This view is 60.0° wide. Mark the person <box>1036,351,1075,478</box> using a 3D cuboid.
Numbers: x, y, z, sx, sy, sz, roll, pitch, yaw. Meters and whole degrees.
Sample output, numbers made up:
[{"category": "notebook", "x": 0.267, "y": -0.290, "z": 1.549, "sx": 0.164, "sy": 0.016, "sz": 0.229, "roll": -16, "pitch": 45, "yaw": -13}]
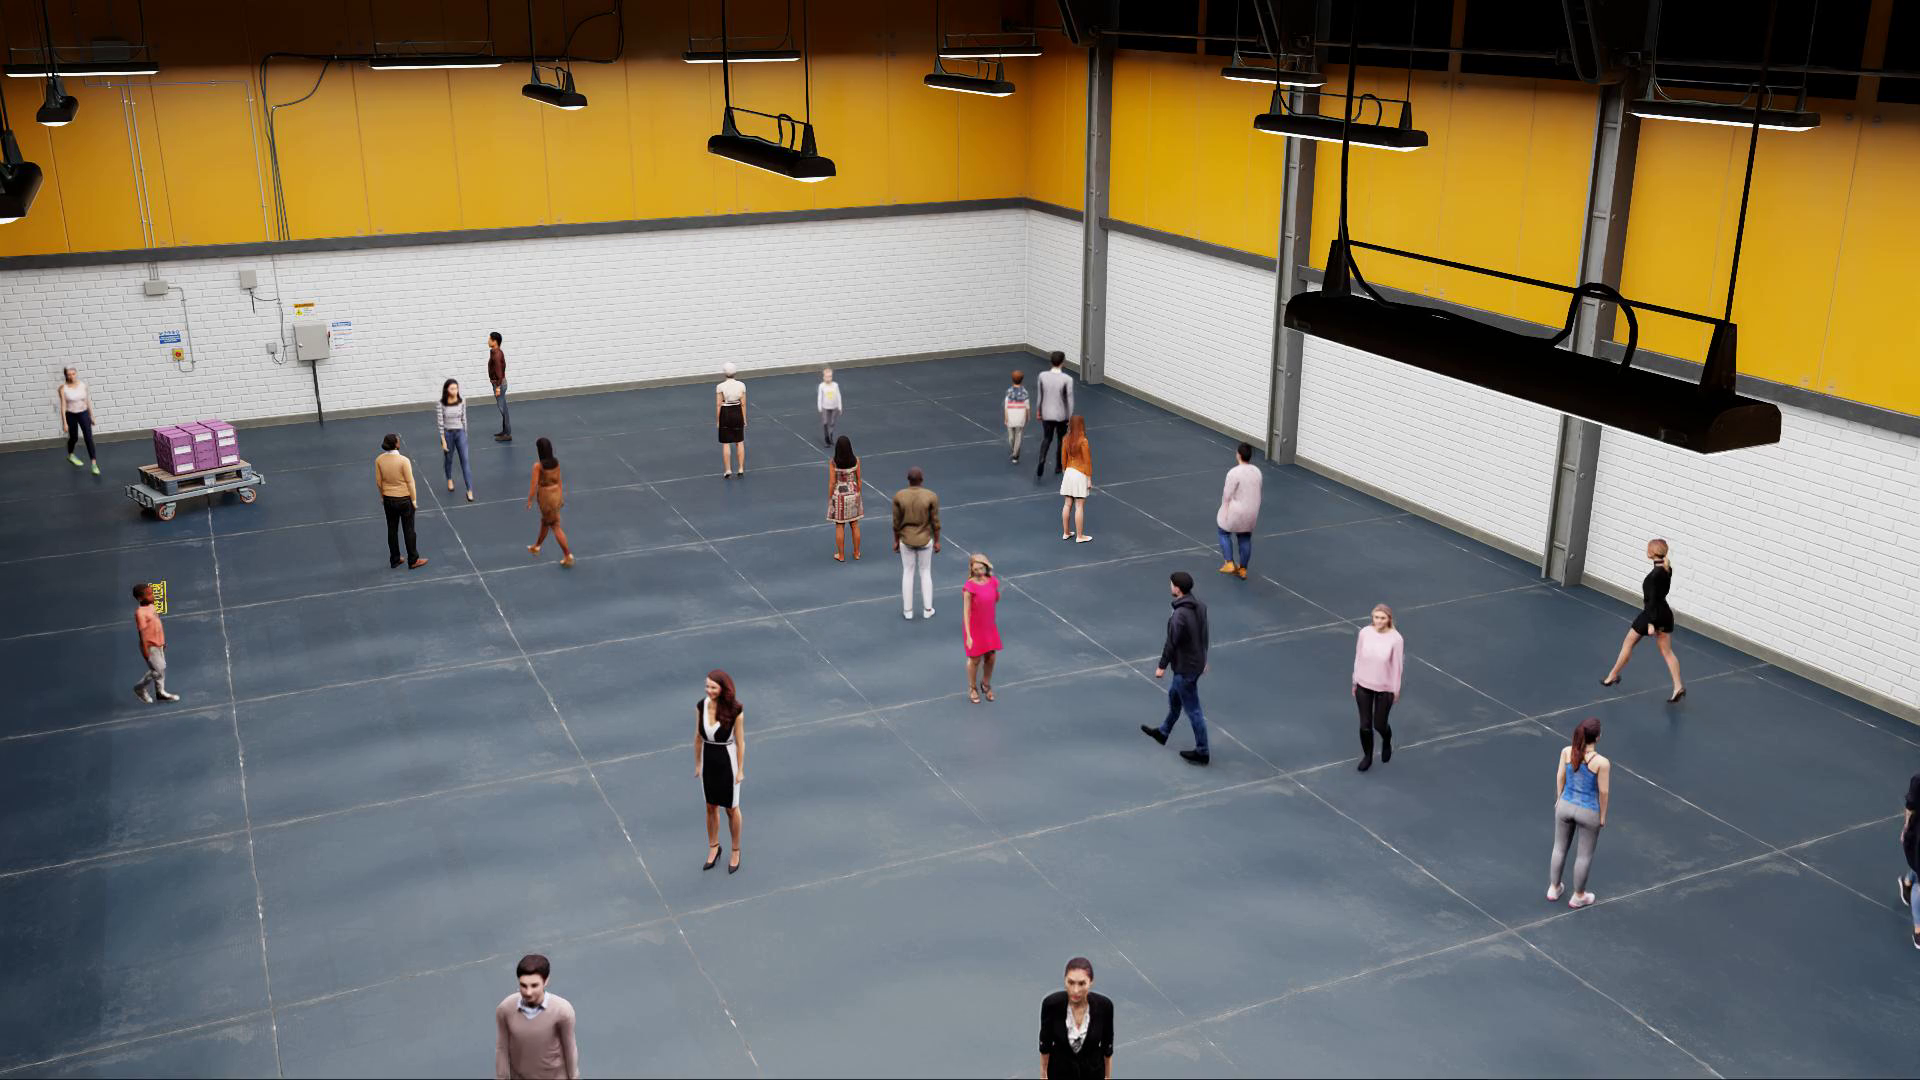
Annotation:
[{"category": "person", "x": 1.379, "y": -1.859, "z": 24.855, "sx": 1.119, "sy": 1.903, "sz": 1.160, "roll": 8, "pitch": 20, "yaw": 23}]

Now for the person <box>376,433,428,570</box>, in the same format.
[{"category": "person", "x": -7.111, "y": -0.499, "z": 21.047, "sx": 0.757, "sy": 1.755, "sz": 0.788, "roll": 4, "pitch": 19, "yaw": 11}]

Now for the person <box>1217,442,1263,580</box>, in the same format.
[{"category": "person", "x": 3.514, "y": -0.346, "z": 20.628, "sx": 0.705, "sy": 1.734, "sz": 0.648, "roll": -7, "pitch": 20, "yaw": -20}]

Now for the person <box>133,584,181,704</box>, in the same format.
[{"category": "person", "x": -8.377, "y": 1.068, "z": 17.108, "sx": 0.668, "sy": 1.300, "sz": 0.662, "roll": 0, "pitch": 19, "yaw": -1}]

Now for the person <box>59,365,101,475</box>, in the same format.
[{"category": "person", "x": -13.381, "y": -1.829, "z": 25.160, "sx": 1.291, "sy": 1.650, "sz": 0.967, "roll": 14, "pitch": 23, "yaw": 35}]

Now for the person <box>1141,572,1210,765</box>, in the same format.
[{"category": "person", "x": 2.234, "y": 1.243, "z": 15.723, "sx": 1.161, "sy": 1.851, "sz": 1.017, "roll": 11, "pitch": 21, "yaw": 29}]

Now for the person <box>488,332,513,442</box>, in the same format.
[{"category": "person", "x": -7.451, "y": -2.498, "z": 26.942, "sx": 0.739, "sy": 1.782, "sz": 0.512, "roll": -5, "pitch": 19, "yaw": -15}]

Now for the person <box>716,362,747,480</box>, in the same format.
[{"category": "person", "x": -3.418, "y": -1.781, "z": 24.862, "sx": 0.586, "sy": 1.751, "sz": 0.510, "roll": -9, "pitch": 20, "yaw": -24}]

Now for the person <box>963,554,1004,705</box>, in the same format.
[{"category": "person", "x": 0.191, "y": 0.892, "z": 17.015, "sx": 0.591, "sy": 1.693, "sz": 0.656, "roll": -15, "pitch": 23, "yaw": -37}]

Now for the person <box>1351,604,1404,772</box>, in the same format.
[{"category": "person", "x": 3.941, "y": 1.358, "z": 15.665, "sx": 0.764, "sy": 1.671, "sz": 0.817, "roll": 12, "pitch": 22, "yaw": 31}]

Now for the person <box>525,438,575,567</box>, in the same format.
[{"category": "person", "x": -5.135, "y": -0.440, "z": 21.043, "sx": 1.112, "sy": 1.647, "sz": 0.974, "roll": 9, "pitch": 21, "yaw": 26}]

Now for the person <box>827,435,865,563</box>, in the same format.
[{"category": "person", "x": -1.477, "y": -0.544, "z": 21.354, "sx": 0.651, "sy": 1.644, "sz": 0.521, "roll": -8, "pitch": 20, "yaw": -22}]

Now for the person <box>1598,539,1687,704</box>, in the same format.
[{"category": "person", "x": 7.186, "y": 0.876, "z": 17.032, "sx": 0.835, "sy": 1.712, "sz": 1.195, "roll": -16, "pitch": 25, "yaw": -40}]

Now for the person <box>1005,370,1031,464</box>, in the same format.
[{"category": "person", "x": 0.869, "y": -1.888, "z": 25.726, "sx": 0.846, "sy": 1.402, "sz": 0.993, "roll": 3, "pitch": 19, "yaw": 8}]

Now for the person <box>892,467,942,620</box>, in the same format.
[{"category": "person", "x": -0.511, "y": 0.027, "z": 19.375, "sx": 0.802, "sy": 1.825, "sz": 0.751, "roll": 0, "pitch": 19, "yaw": 1}]

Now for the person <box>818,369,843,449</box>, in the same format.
[{"category": "person", "x": -2.102, "y": -2.136, "z": 26.688, "sx": 0.545, "sy": 1.257, "sz": 0.785, "roll": -7, "pitch": 20, "yaw": -19}]

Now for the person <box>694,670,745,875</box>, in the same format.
[{"category": "person", "x": -1.991, "y": 1.912, "z": 13.827, "sx": 0.644, "sy": 1.795, "sz": 0.699, "roll": 6, "pitch": 20, "yaw": 18}]

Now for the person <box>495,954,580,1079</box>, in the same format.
[{"category": "person", "x": -2.498, "y": 3.230, "z": 9.942, "sx": 1.034, "sy": 1.775, "sz": 1.257, "roll": 2, "pitch": 19, "yaw": 6}]

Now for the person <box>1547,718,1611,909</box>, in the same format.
[{"category": "person", "x": 4.967, "y": 2.172, "z": 13.347, "sx": 0.568, "sy": 1.608, "sz": 0.694, "roll": 17, "pitch": 25, "yaw": 42}]

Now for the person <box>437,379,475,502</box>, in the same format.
[{"category": "person", "x": -7.287, "y": -1.420, "z": 23.818, "sx": 0.696, "sy": 1.732, "sz": 1.204, "roll": -12, "pitch": 22, "yaw": -31}]

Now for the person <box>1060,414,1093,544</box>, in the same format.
[{"category": "person", "x": 1.535, "y": -0.827, "z": 22.068, "sx": 0.631, "sy": 1.724, "sz": 0.750, "roll": 16, "pitch": 24, "yaw": 39}]

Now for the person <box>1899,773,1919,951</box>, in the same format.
[{"category": "person", "x": 7.553, "y": 2.279, "z": 12.968, "sx": 1.063, "sy": 1.647, "sz": 1.204, "roll": 4, "pitch": 19, "yaw": 11}]

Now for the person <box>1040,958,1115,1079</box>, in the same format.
[{"category": "person", "x": 0.707, "y": 3.246, "z": 10.077, "sx": 0.686, "sy": 1.660, "sz": 0.692, "roll": 1, "pitch": 19, "yaw": 2}]
